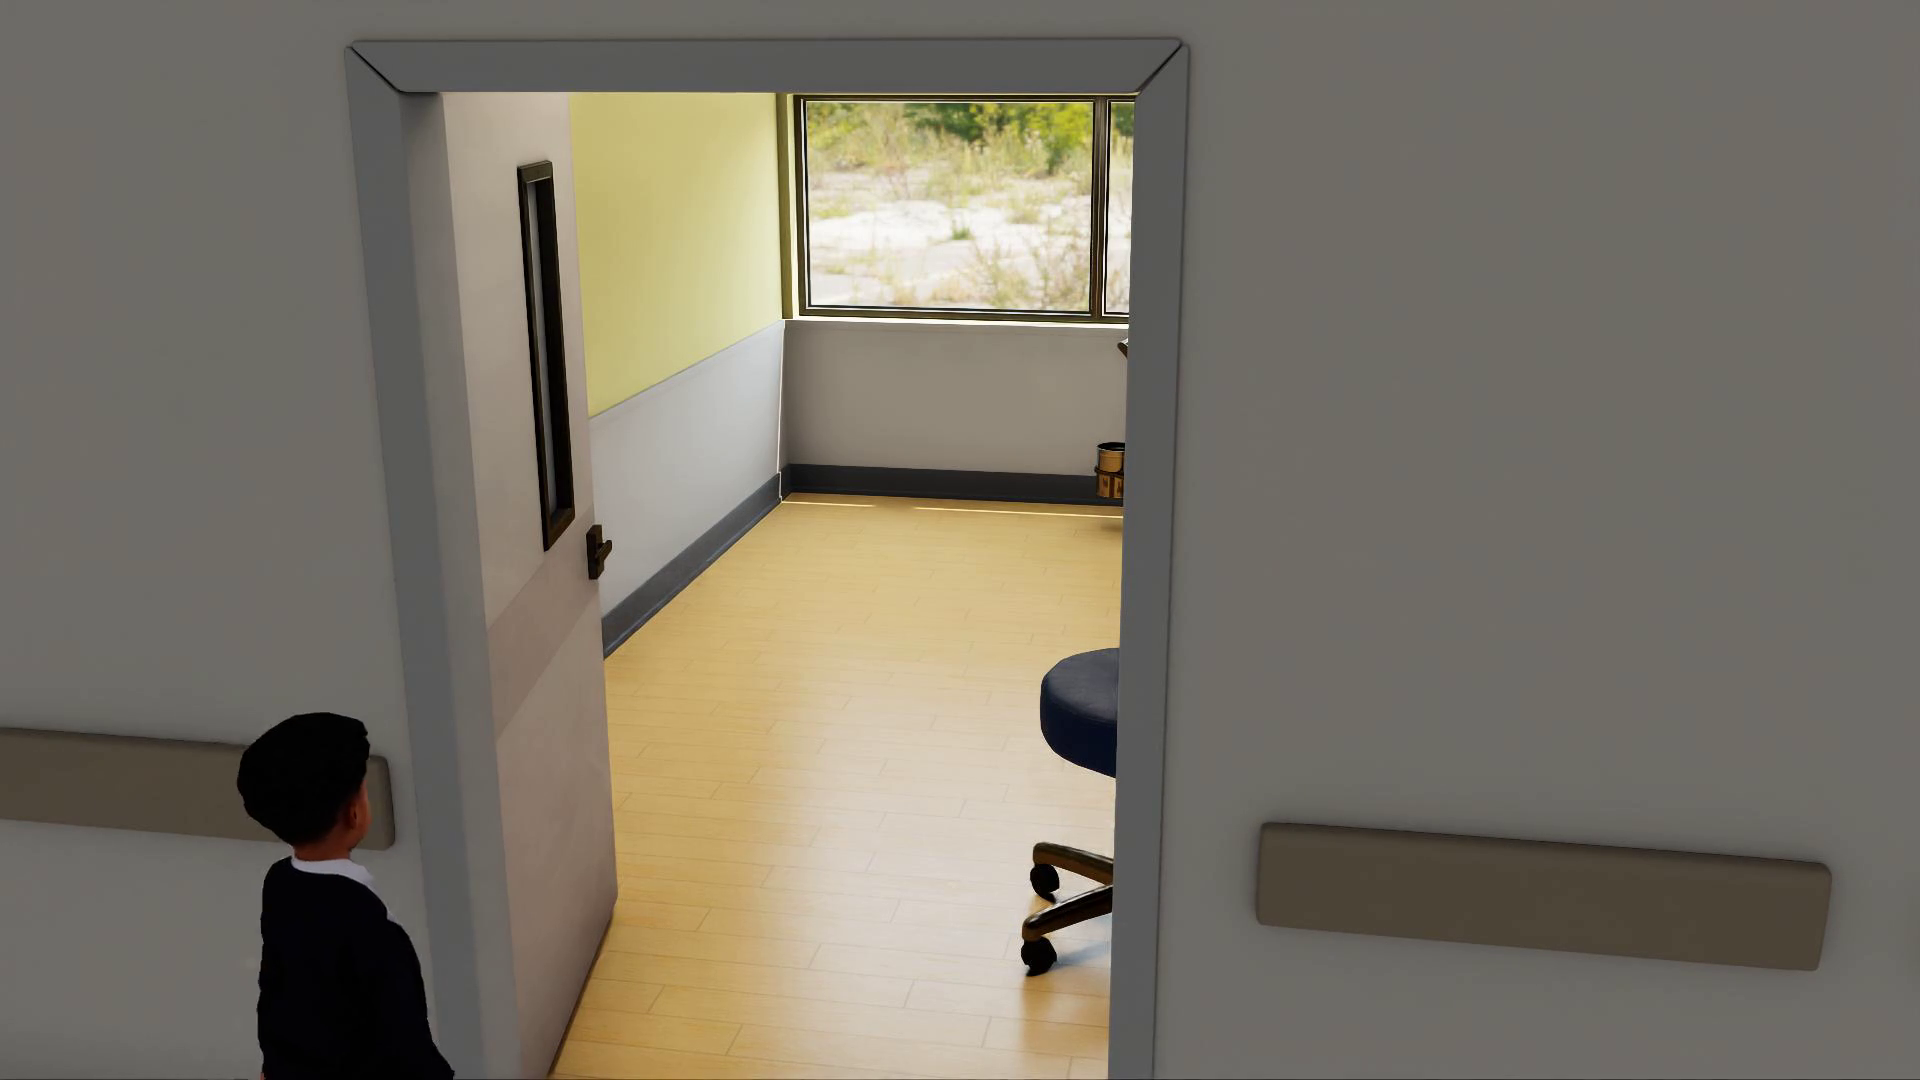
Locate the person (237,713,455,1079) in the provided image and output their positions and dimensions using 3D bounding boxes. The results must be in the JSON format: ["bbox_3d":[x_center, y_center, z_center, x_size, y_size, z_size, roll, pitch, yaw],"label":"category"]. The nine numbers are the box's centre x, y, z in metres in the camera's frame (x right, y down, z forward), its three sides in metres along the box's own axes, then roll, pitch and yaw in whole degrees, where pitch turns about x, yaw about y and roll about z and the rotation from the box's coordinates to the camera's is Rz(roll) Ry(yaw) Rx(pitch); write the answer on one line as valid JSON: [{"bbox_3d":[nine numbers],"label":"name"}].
[{"bbox_3d":[-1.119,0.923,2.841,0.874,1.190,0.860,-13,20,-39],"label":"person"}]
